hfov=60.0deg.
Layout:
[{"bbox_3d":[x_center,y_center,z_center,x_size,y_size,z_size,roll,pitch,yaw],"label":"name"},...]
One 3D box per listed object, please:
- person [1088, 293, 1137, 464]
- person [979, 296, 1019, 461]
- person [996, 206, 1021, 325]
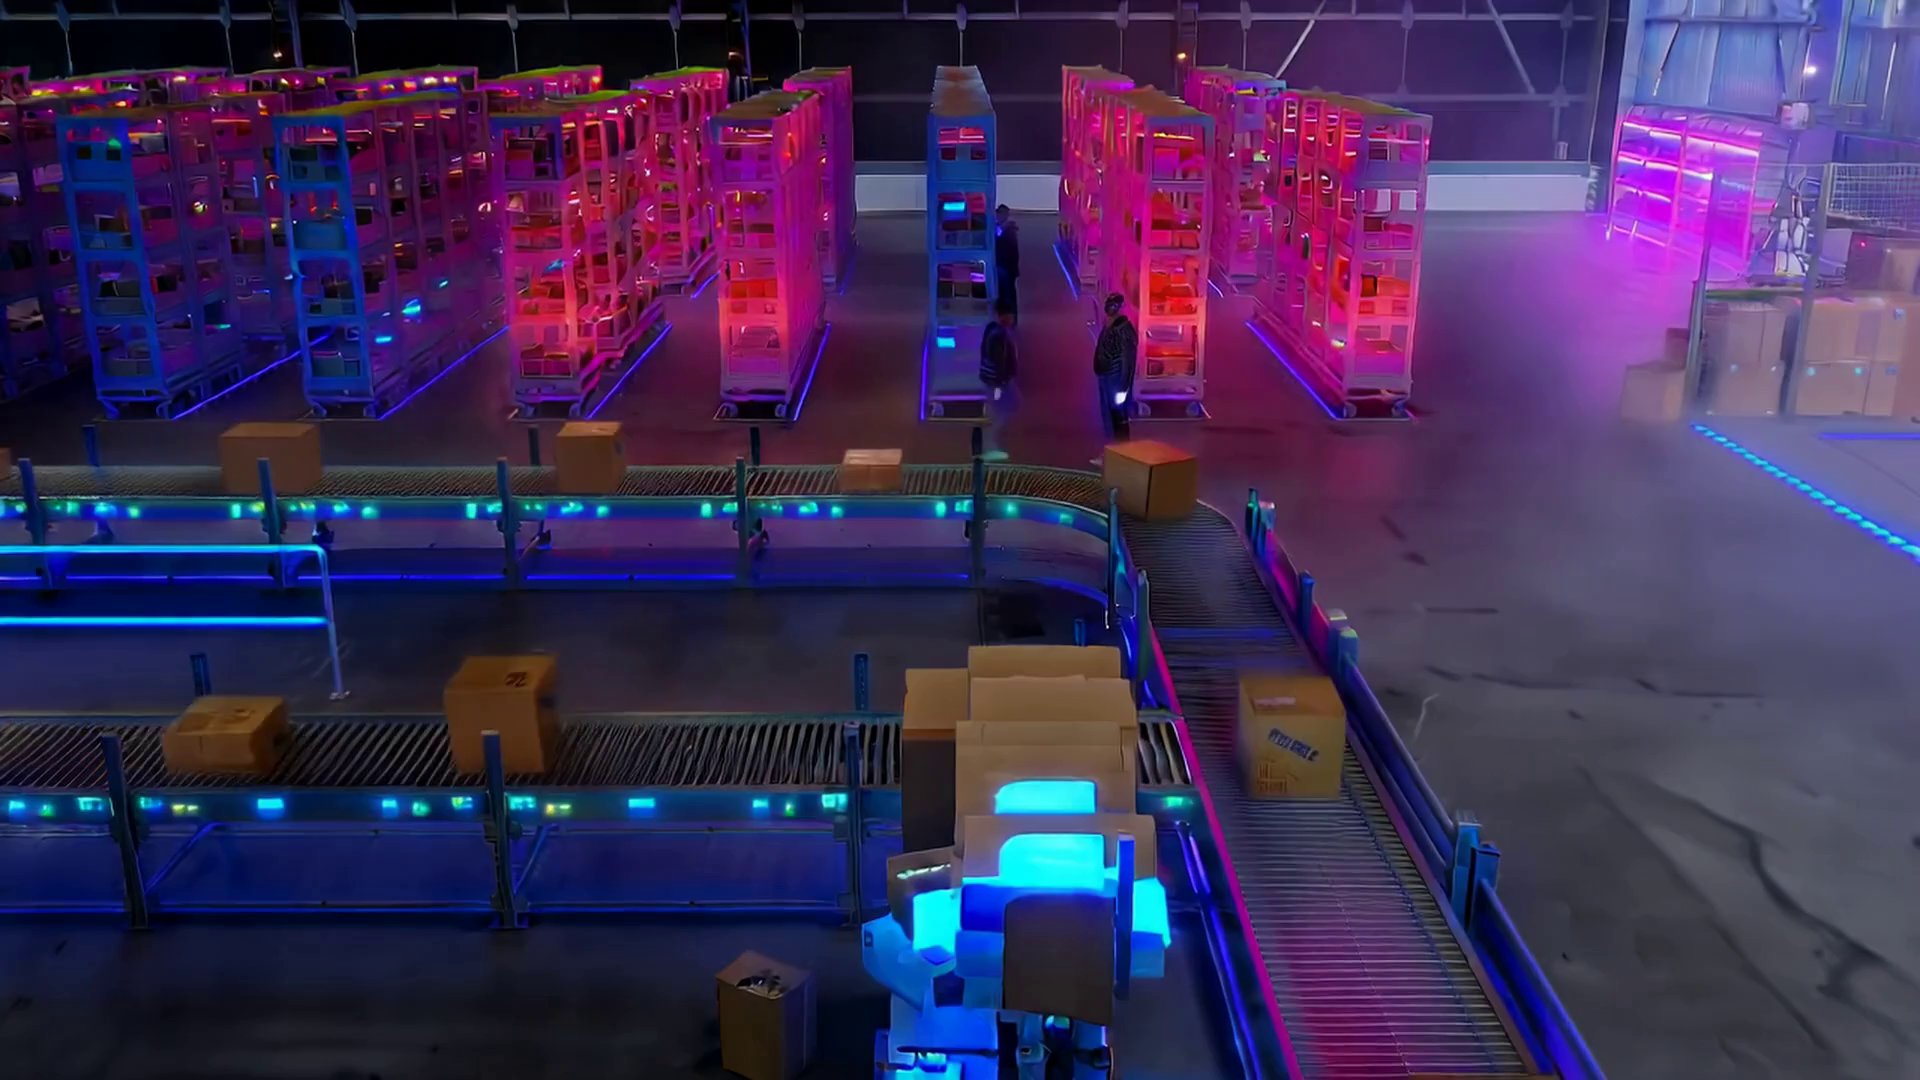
[{"bbox_3d":[1.624,-1.678,17.723,0.410,1.909,0.643,-5,19,-16],"label":"person"},{"bbox_3d":[0.434,-1.744,18.102,0.469,1.798,0.624,-4,18,-13],"label":"person"},{"bbox_3d":[0.680,-4.265,25.816,0.578,1.830,0.408,11,21,30],"label":"person"}]
